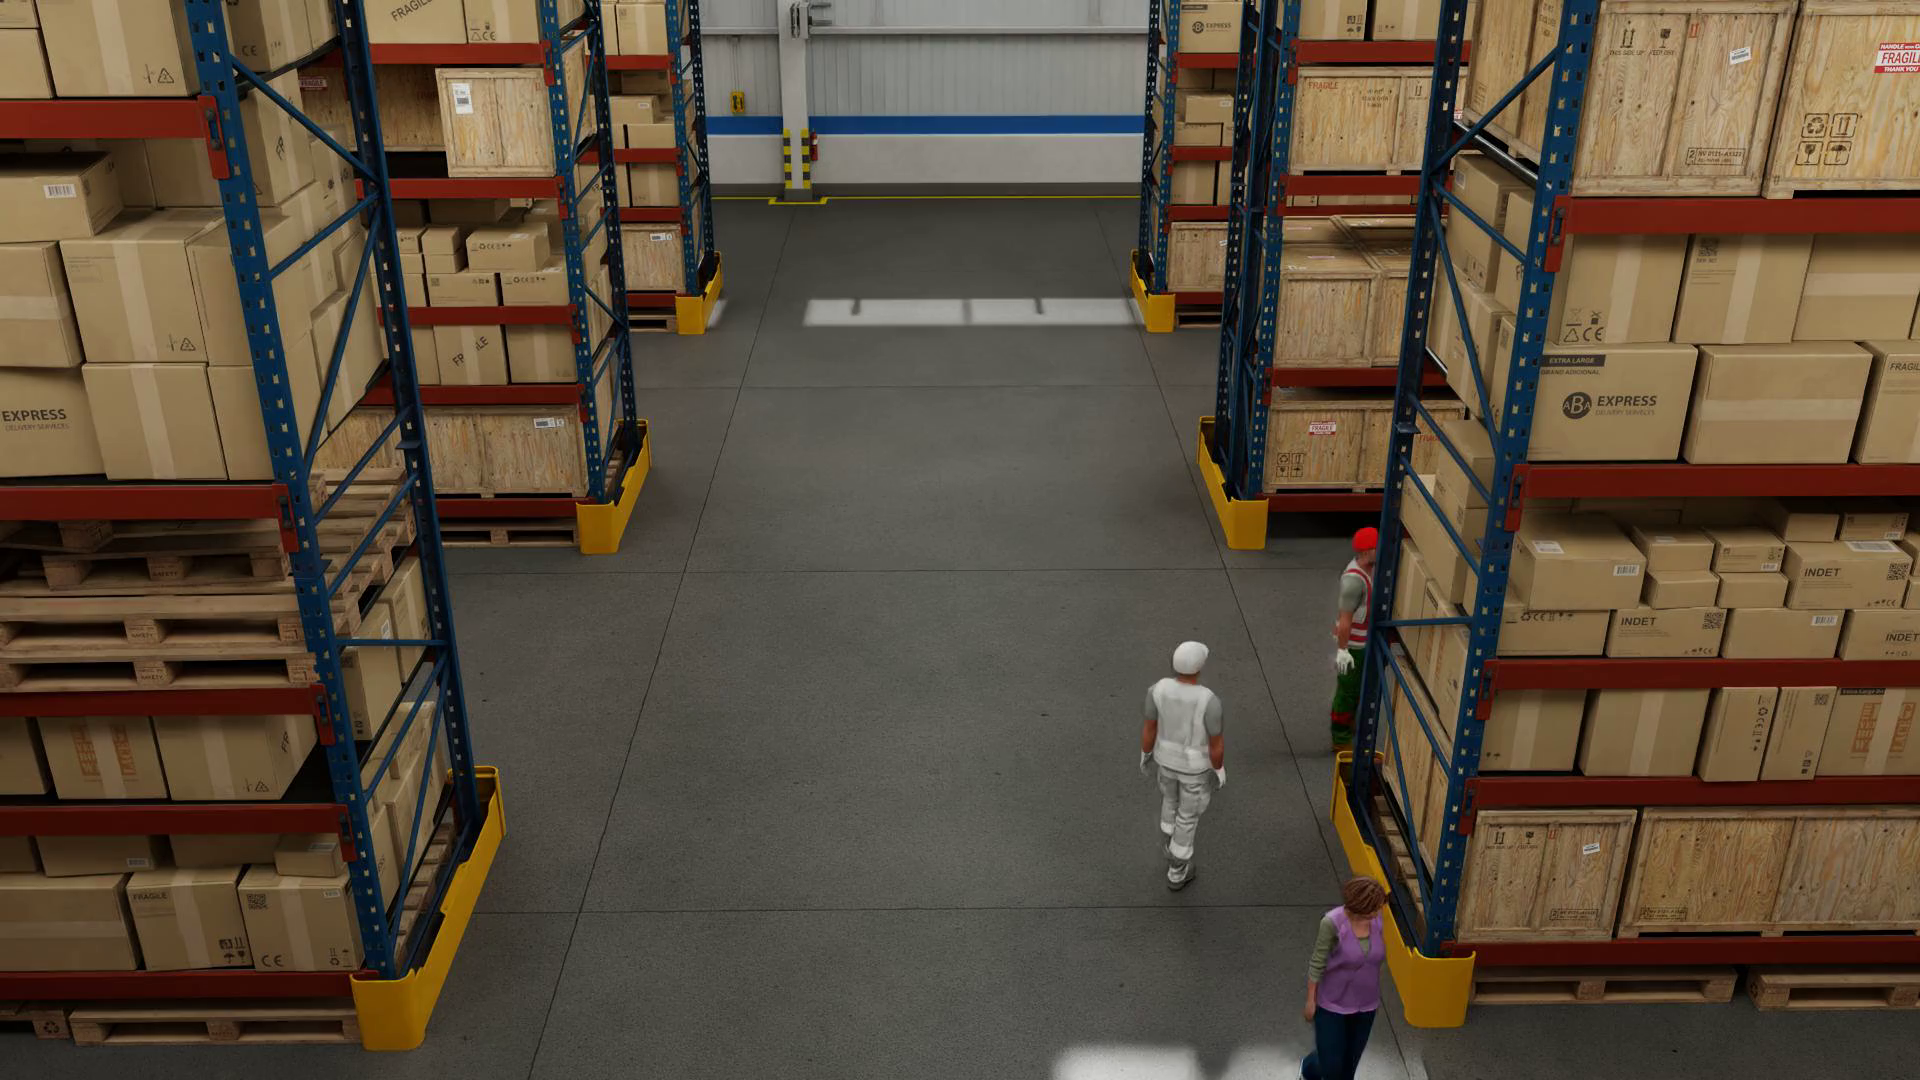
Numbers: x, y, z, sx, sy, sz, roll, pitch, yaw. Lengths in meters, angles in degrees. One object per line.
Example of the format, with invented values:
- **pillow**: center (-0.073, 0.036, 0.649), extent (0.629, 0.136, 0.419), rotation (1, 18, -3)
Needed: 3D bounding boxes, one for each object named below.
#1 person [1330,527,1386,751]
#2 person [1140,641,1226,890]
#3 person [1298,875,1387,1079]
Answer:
- **person**: center (2.941, 0.753, 12.225), extent (0.397, 1.796, 0.610), rotation (15, 29, 30)
- **person**: center (1.517, 1.391, 10.846), extent (0.554, 1.784, 0.600), rotation (16, 29, 30)
- **person**: center (2.047, 2.445, 8.810), extent (0.440, 1.603, 0.435), rotation (-8, 26, -17)
